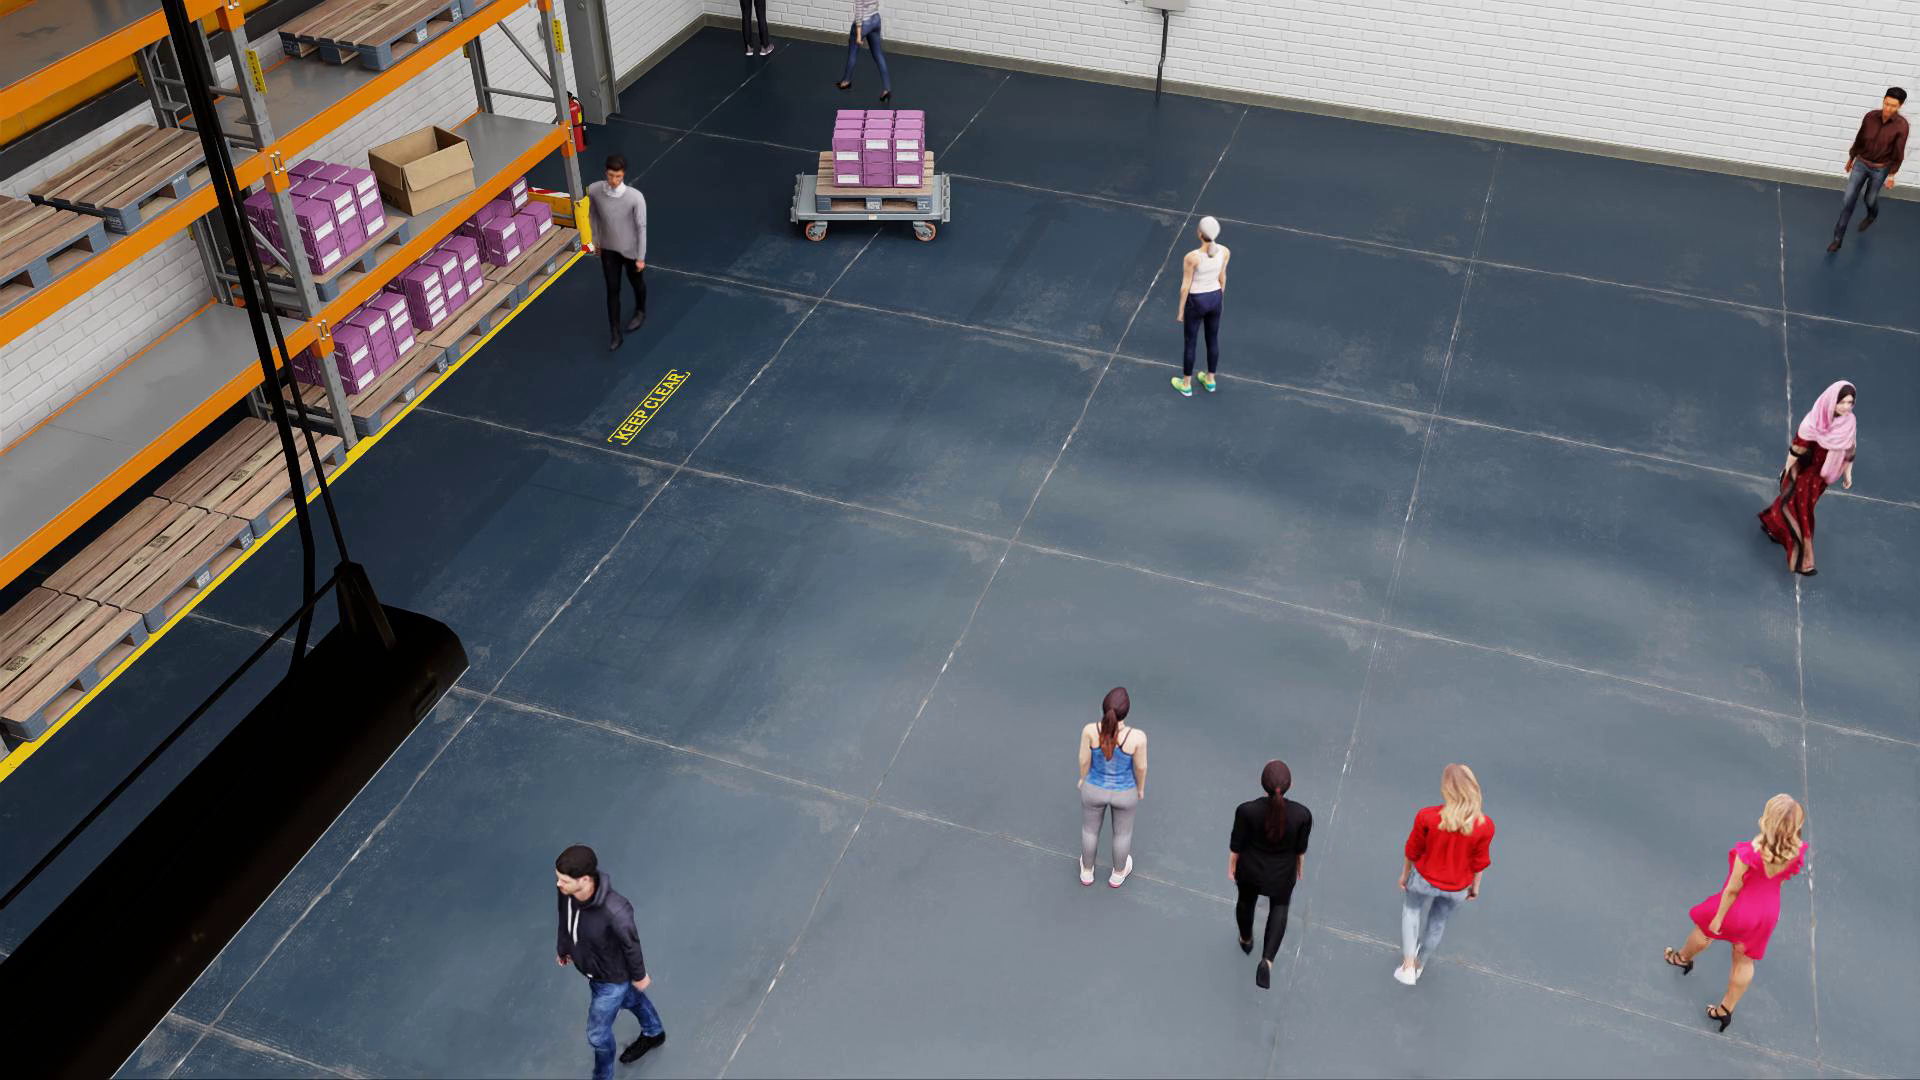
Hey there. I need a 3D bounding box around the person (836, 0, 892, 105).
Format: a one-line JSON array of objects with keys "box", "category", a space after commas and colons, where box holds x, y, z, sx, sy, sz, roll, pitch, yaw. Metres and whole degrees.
[{"box": [-1.021, -5.962, 19.532, 0.924, 1.746, 1.070, 28, 46, 30], "category": "person"}]

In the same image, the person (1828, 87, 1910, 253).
[{"box": [9.245, -3.778, 16.806, 0.970, 1.735, 1.208, 32, 48, 33], "category": "person"}]

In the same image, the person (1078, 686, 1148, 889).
[{"box": [0.923, 1.528, 10.264, 0.597, 1.609, 0.569, 7, 39, 8], "category": "person"}]

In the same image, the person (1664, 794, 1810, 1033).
[{"box": [4.477, 2.164, 9.389, 0.787, 1.707, 0.927, -4, 39, -5], "category": "person"}]

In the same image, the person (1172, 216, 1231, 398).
[{"box": [2.151, -2.059, 14.682, 0.675, 1.700, 0.721, -13, 40, -16], "category": "person"}]

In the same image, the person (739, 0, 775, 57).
[{"box": [-2.604, -6.955, 20.726, 0.668, 1.809, 0.615, 5, 39, 6], "category": "person"}]

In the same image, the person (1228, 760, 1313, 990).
[{"box": [1.772, 1.990, 9.661, 0.684, 1.639, 0.882, 6, 39, 8], "category": "person"}]

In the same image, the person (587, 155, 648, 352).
[{"box": [-3.121, -2.741, 15.398, 0.895, 1.871, 1.155, 11, 40, 13], "category": "person"}]

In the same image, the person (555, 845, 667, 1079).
[{"box": [-1.857, 2.270, 9.133, 1.086, 1.860, 0.937, -30, 48, -32], "category": "person"}]

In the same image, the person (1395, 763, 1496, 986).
[{"box": [2.762, 2.024, 9.576, 0.655, 1.691, 0.694, 10, 40, 13], "category": "person"}]

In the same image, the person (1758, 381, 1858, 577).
[{"box": [6.568, -0.584, 12.894, 1.009, 1.626, 1.168, -8, 39, -10], "category": "person"}]
